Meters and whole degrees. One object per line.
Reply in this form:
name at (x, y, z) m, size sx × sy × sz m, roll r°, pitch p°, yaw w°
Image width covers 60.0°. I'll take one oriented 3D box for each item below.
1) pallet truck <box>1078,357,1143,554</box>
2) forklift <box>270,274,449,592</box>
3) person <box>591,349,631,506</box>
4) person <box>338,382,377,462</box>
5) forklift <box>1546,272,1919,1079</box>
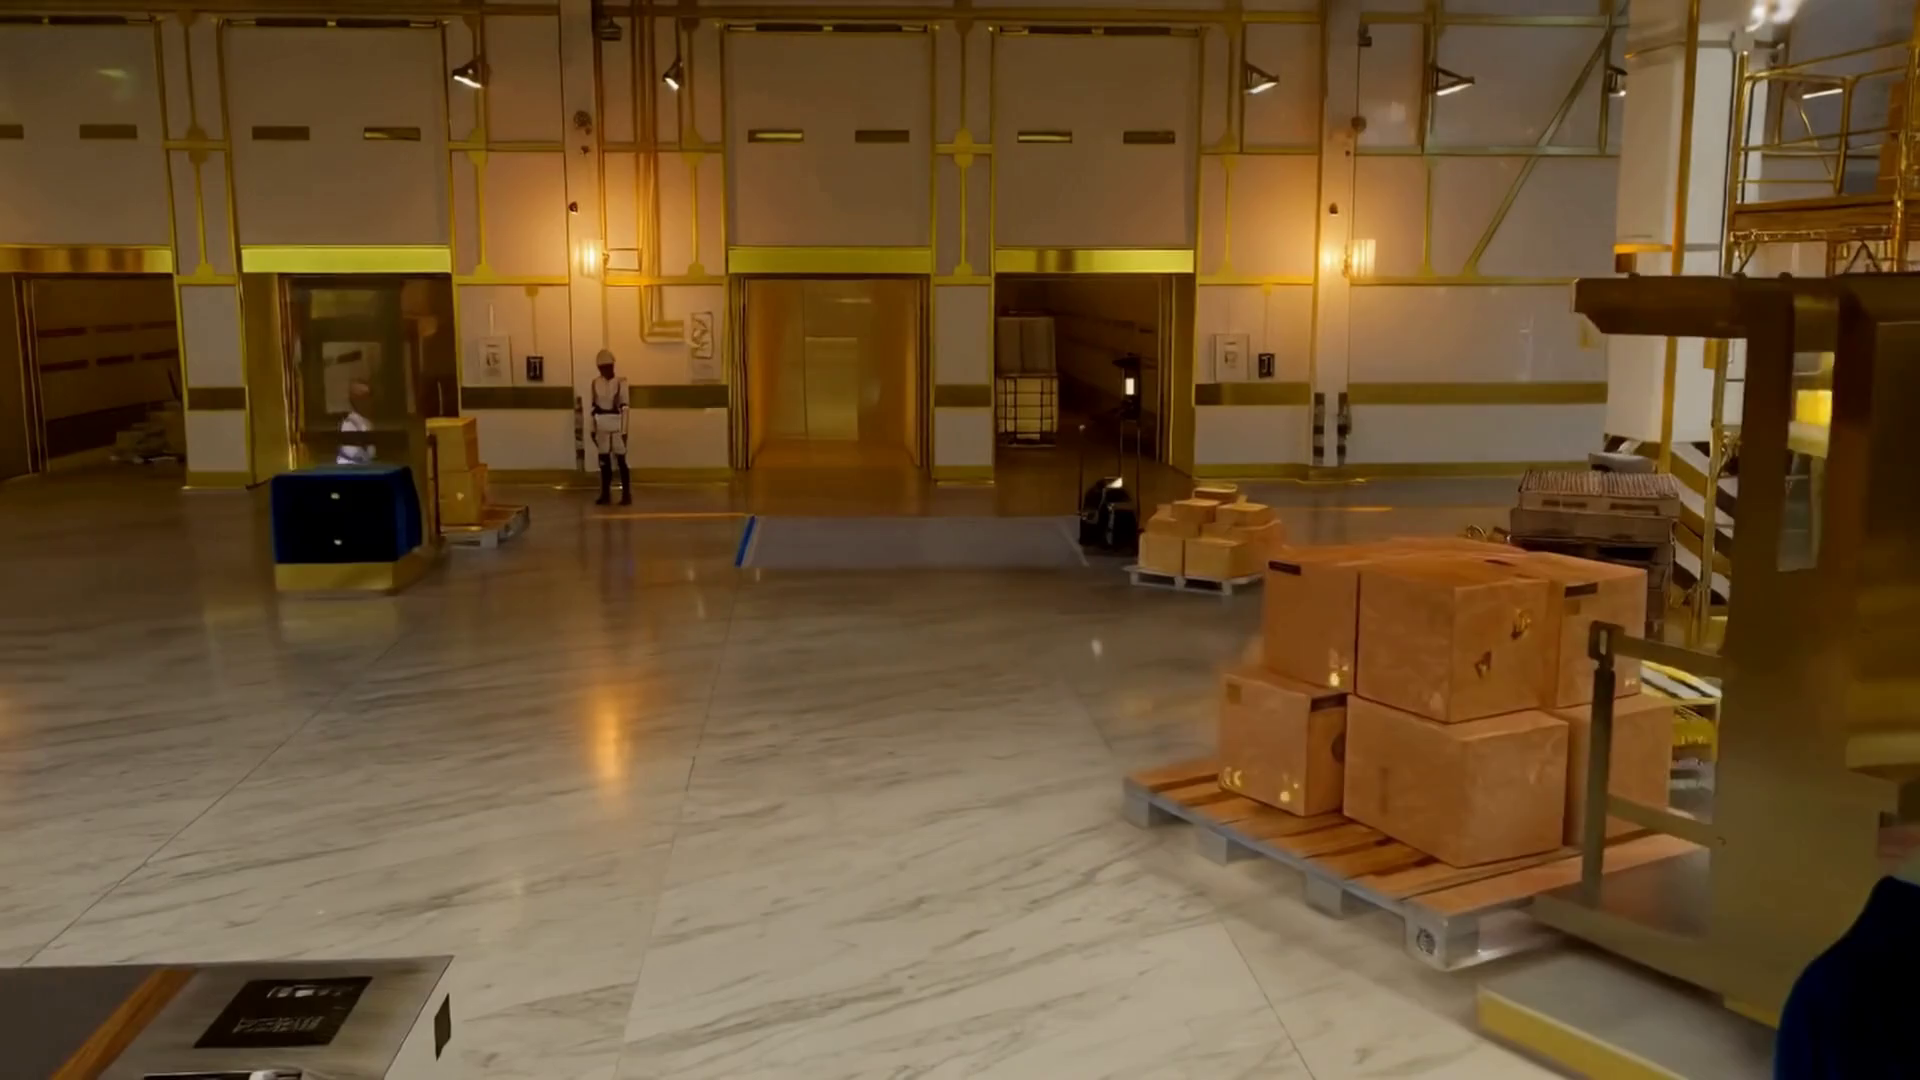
pallet truck at (2.088, -0.836, 16.757) m, size 1.885 × 1.965 × 0.823 m, roll 2°, pitch 9°, yaw 13°
forklift at (-5.523, -1.029, 15.205) m, size 1.129 × 2.768 × 1.873 m, roll -1°, pitch 9°, yaw -4°
person at (-4.277, -1.364, 20.309) m, size 0.552 × 1.928 × 0.391 m, roll 4°, pitch 10°, yaw 25°
person at (-5.516, -0.554, 15.489) m, size 0.773 × 1.837 × 0.651 m, roll -1°, pitch 9°, yaw -4°
forklift at (3.011, 0.580, 5.102) m, size 1.129 × 2.768 × 1.873 m, roll -5°, pitch 10°, yaw -30°
